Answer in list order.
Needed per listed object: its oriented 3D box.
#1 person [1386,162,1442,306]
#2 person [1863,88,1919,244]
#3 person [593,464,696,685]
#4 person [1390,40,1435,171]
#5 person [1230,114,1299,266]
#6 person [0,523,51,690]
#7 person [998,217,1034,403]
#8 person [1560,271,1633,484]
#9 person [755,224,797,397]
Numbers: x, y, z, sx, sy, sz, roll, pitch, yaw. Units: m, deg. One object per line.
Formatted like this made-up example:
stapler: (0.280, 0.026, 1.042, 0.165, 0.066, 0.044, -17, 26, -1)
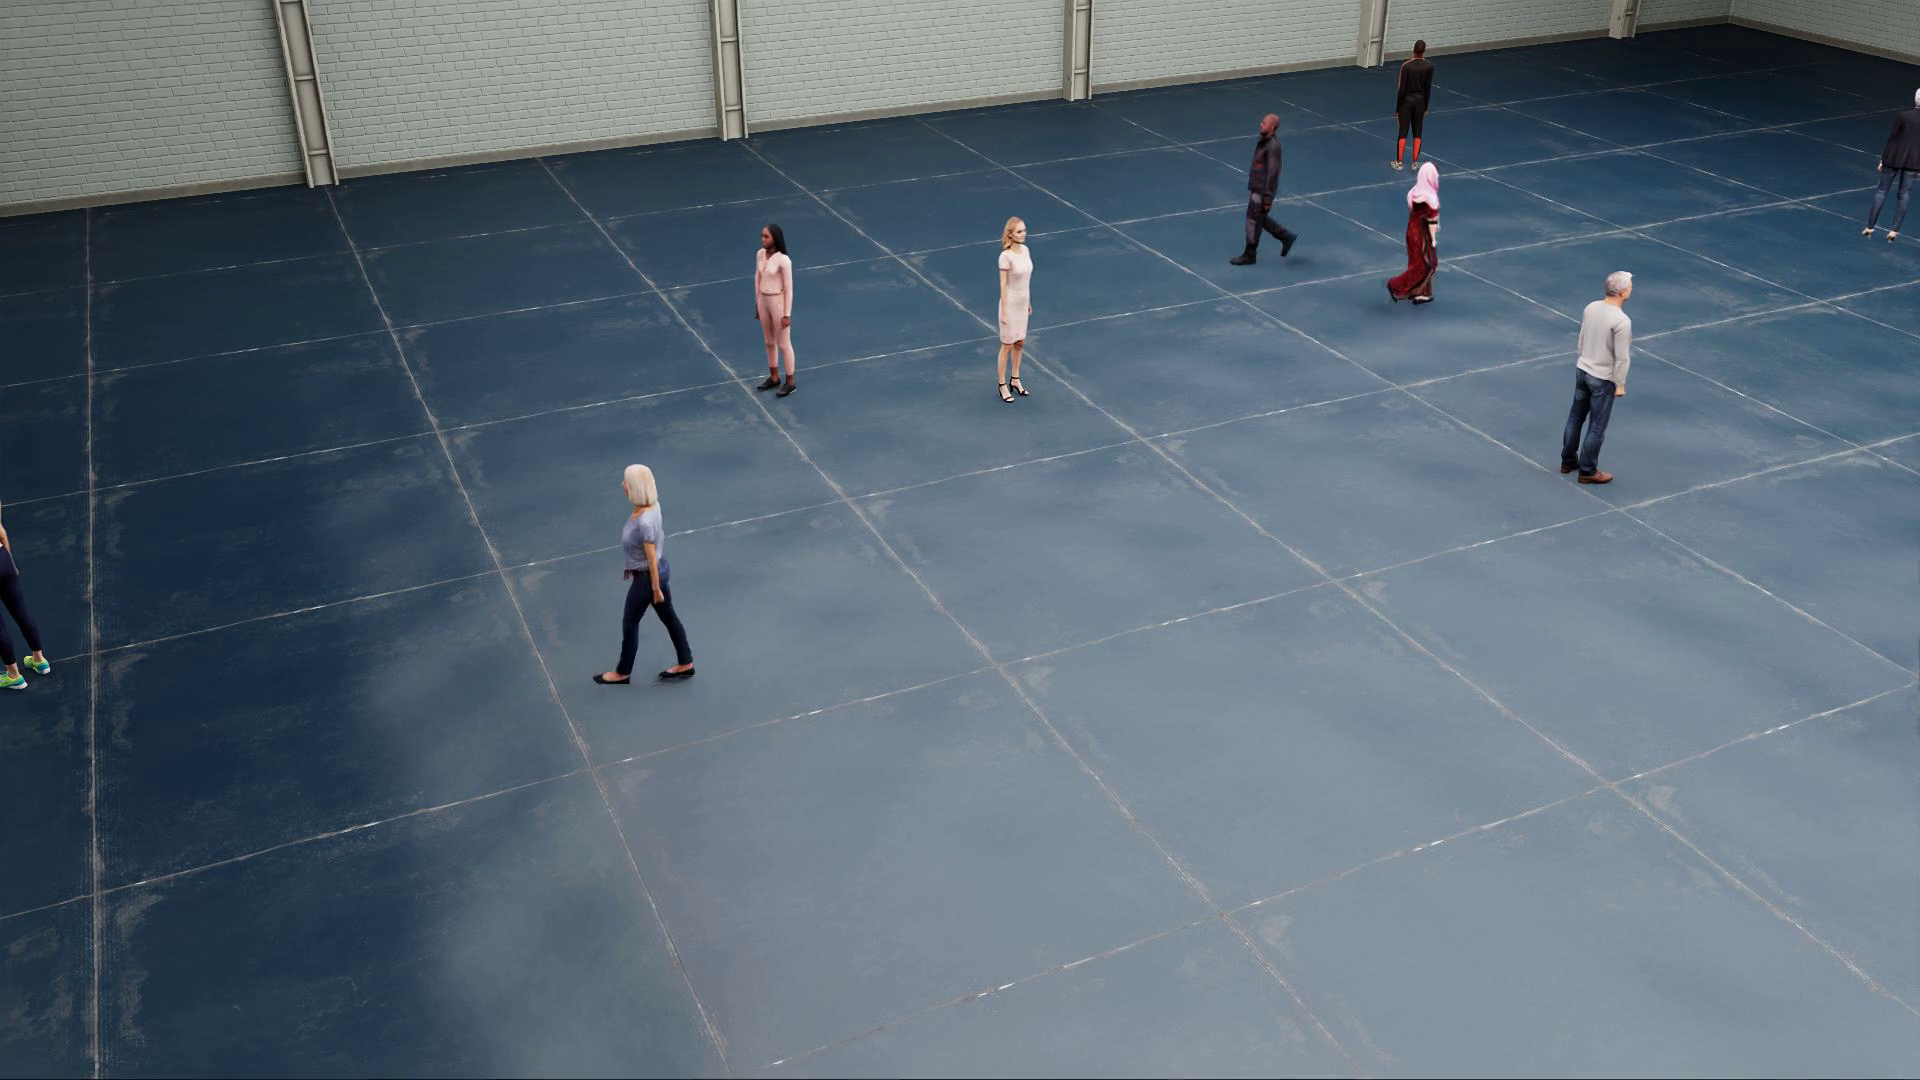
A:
person: (5.087, -3.383, 18.527, 0.927, 1.629, 0.800, -5, 28, -9)
person: (10.619, -4.273, 18.809, 0.822, 1.782, 0.788, 10, 30, 19)
person: (-2.083, 0.256, 11.624, 1.020, 1.695, 0.823, -1, 28, -2)
person: (6.416, -6.168, 23.565, 0.598, 1.808, 0.746, -1, 28, -3)
person: (3.705, -4.167, 19.809, 1.167, 1.808, 0.985, 0, 28, 0)
person: (-6.791, 0.247, 11.636, 0.747, 1.701, 0.677, 11, 30, 20)
person: (0.520, -2.255, 16.196, 0.696, 1.831, 0.560, 24, 36, 37)
person: (5.590, -1.431, 14.562, 0.643, 1.911, 0.743, -9, 29, -17)
person: (-1.812, -2.269, 16.337, 0.693, 1.721, 0.678, 22, 35, 35)
